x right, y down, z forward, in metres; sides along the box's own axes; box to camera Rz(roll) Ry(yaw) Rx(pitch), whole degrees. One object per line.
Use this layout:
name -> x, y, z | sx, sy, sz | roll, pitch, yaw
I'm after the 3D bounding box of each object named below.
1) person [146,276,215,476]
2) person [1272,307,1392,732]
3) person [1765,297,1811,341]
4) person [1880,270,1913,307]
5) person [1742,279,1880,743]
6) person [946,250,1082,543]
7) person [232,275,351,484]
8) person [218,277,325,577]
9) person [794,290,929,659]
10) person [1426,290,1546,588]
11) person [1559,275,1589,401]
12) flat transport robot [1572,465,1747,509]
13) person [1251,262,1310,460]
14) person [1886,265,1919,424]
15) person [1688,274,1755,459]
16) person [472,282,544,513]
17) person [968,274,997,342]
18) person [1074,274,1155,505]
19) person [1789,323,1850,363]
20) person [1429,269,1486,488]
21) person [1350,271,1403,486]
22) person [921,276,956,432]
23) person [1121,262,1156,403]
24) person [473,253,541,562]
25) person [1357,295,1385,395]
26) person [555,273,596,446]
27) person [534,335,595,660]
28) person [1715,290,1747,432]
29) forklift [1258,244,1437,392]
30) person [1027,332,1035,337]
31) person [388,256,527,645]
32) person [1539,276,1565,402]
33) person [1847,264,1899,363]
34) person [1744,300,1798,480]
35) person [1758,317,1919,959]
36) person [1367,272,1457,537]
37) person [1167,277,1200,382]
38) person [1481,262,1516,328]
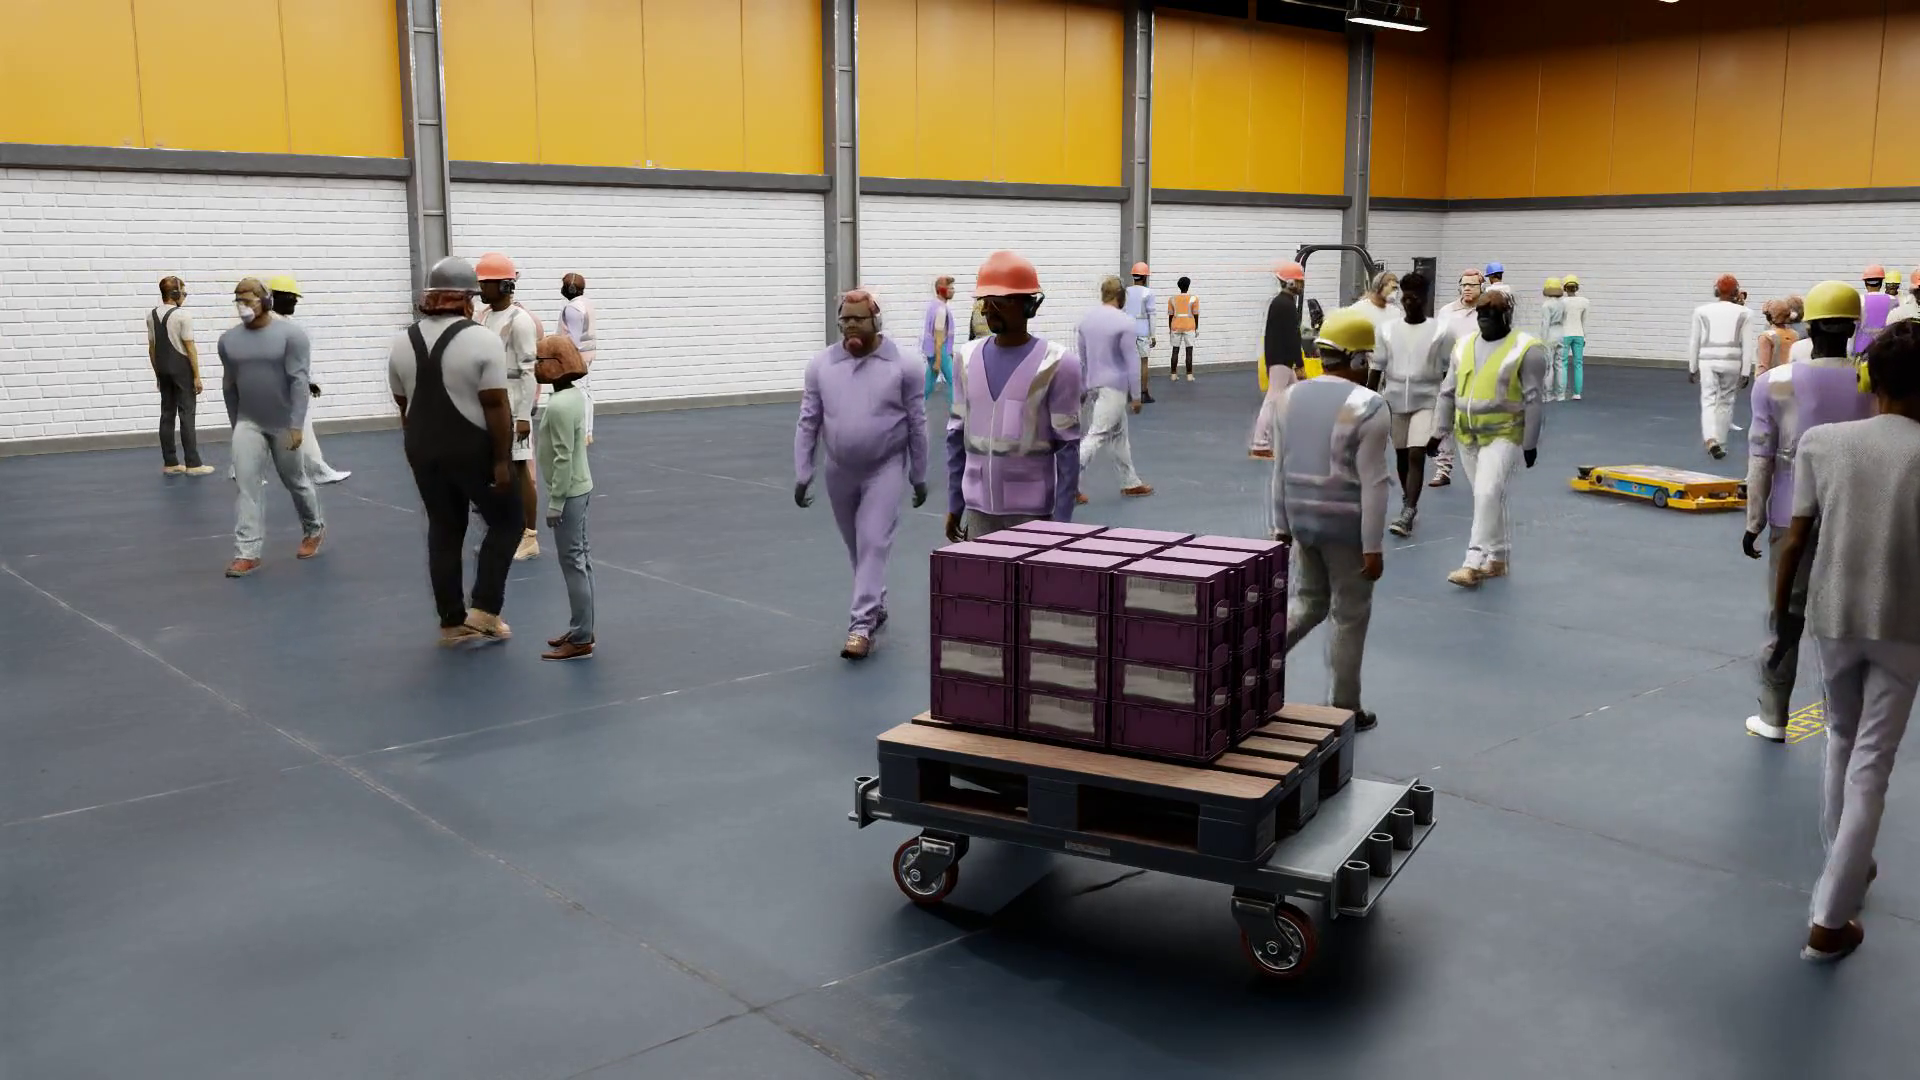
person -> -7.214, -1.503, 15.331 | 0.503, 1.840, 0.345 | 3, 10, 18
person -> 1.495, -0.054, 6.910 | 0.639, 1.816, 0.596 | -7, 12, -34
person -> 8.928, -1.827, 17.965 | 0.510, 1.601, 0.845 | 6, 12, 33
person -> 13.014, -2.857, 23.316 | 0.591, 1.825, 0.403 | 3, 10, 16
person -> 3.549, -0.104, 6.879 | 0.588, 1.927, 0.368 | 2, 10, 14
person -> 0.196, -0.156, 6.844 | 0.605, 2.045, 0.377 | 6, 11, 30
person -> -6.009, -1.406, 14.715 | 1.016, 1.866, 0.572 | -3, 10, -14
person -> -4.480, -0.756, 10.813 | 0.630, 1.899, 0.985 | 0, 10, 2
person -> -0.517, -0.356, 8.596 | 0.664, 1.851, 1.013 | 3, 10, 15
person -> 3.173, -0.620, 10.232 | 0.856, 1.805, 0.646 | -7, 12, -34
person -> 8.536, -2.826, 23.309 | 0.523, 1.762, 0.328 | -1, 10, -7
flat transport robot -> 5.823, -0.455, 13.774 | 0.652, 0.197, 1.431 | -3, 10, -20
person -> 3.328, -1.754, 16.446 | 0.930, 1.953, 0.642 | 0, 10, 0
person -> 8.114, -1.353, 14.103 | 0.905, 1.949, 0.654 | -9, 13, -44
person -> 7.550, -1.705, 16.522 | 0.581, 1.860, 0.825 | 4, 10, 21
person -> -3.591, -1.154, 13.087 | 0.642, 1.909, 0.410 | 3, 10, 17
person -> 0.291, -2.789, 22.898 | 0.658, 1.822, 0.661 | -6, 11, -30
person -> 1.187, -1.237, 13.675 | 1.060, 1.885, 0.650 | -7, 12, -34
person -> 6.860, -1.044, 13.272 | 0.342, 1.632, 0.510 | -5, 11, -26
person -> 4.415, -1.396, 14.504 | 0.639, 1.911, 0.406 | 6, 11, 29
person -> 3.614, -1.401, 14.577 | 0.658, 1.887, 0.895 | -7, 12, -35
person -> -0.186, -2.104, 18.982 | 0.975, 1.795, 0.569 | -2, 10, -11
person -> 2.461, -2.854, 22.951 | 0.552, 1.935, 0.374 | 6, 11, 30
person -> -3.039, -0.872, 11.039 | 0.373, 2.042, 0.614 | -9, 13, -42
person -> 4.110, -1.662, 16.867 | 0.402, 1.621, 0.538 | -9, 13, -43
person -> -4.110, -1.923, 17.780 | 0.429, 1.846, 0.627 | 0, 10, 1
person -> -1.993, -0.214, 8.382 | 0.284, 1.633, 0.497 | -1, 10, -5
person -> 8.900, -2.068, 19.221 | 0.511, 1.641, 0.307 | -8, 12, -38
forklift -> 5.256, -2.933, 22.661 | 2.313, 2.155, 1.214 | 3, 10, 16
person -> 0.414, -1.270, 14.447 | 0.786, 1.668, 0.524 | -7, 12, -36
person -> -2.582, -0.460, 8.633 | 0.700, 2.000, 0.536 | 3, 10, 20
person -> 8.244, -2.801, 23.214 | 0.490, 1.742, 0.315 | -7, 12, -35
person -> 10.227, -2.130, 18.727 | 0.546, 1.934, 0.376 | 1, 10, 6
person -> 7.254, -1.318, 14.835 | 0.522, 1.636, 0.311 | -6, 11, -32
person -> 2.746, 0.273, 4.921 | 0.846, 1.836, 0.562 | -9, 13, -43
person -> 3.295, -0.999, 12.204 | 0.634, 1.904, 1.022 | 5, 11, 29
person -> 3.609, -3.401, 26.881 | 0.531, 1.694, 0.320 | 4, 11, 24
person -> 7.499, -2.919, 23.329 | 0.602, 1.939, 0.398 | -5, 11, -28
